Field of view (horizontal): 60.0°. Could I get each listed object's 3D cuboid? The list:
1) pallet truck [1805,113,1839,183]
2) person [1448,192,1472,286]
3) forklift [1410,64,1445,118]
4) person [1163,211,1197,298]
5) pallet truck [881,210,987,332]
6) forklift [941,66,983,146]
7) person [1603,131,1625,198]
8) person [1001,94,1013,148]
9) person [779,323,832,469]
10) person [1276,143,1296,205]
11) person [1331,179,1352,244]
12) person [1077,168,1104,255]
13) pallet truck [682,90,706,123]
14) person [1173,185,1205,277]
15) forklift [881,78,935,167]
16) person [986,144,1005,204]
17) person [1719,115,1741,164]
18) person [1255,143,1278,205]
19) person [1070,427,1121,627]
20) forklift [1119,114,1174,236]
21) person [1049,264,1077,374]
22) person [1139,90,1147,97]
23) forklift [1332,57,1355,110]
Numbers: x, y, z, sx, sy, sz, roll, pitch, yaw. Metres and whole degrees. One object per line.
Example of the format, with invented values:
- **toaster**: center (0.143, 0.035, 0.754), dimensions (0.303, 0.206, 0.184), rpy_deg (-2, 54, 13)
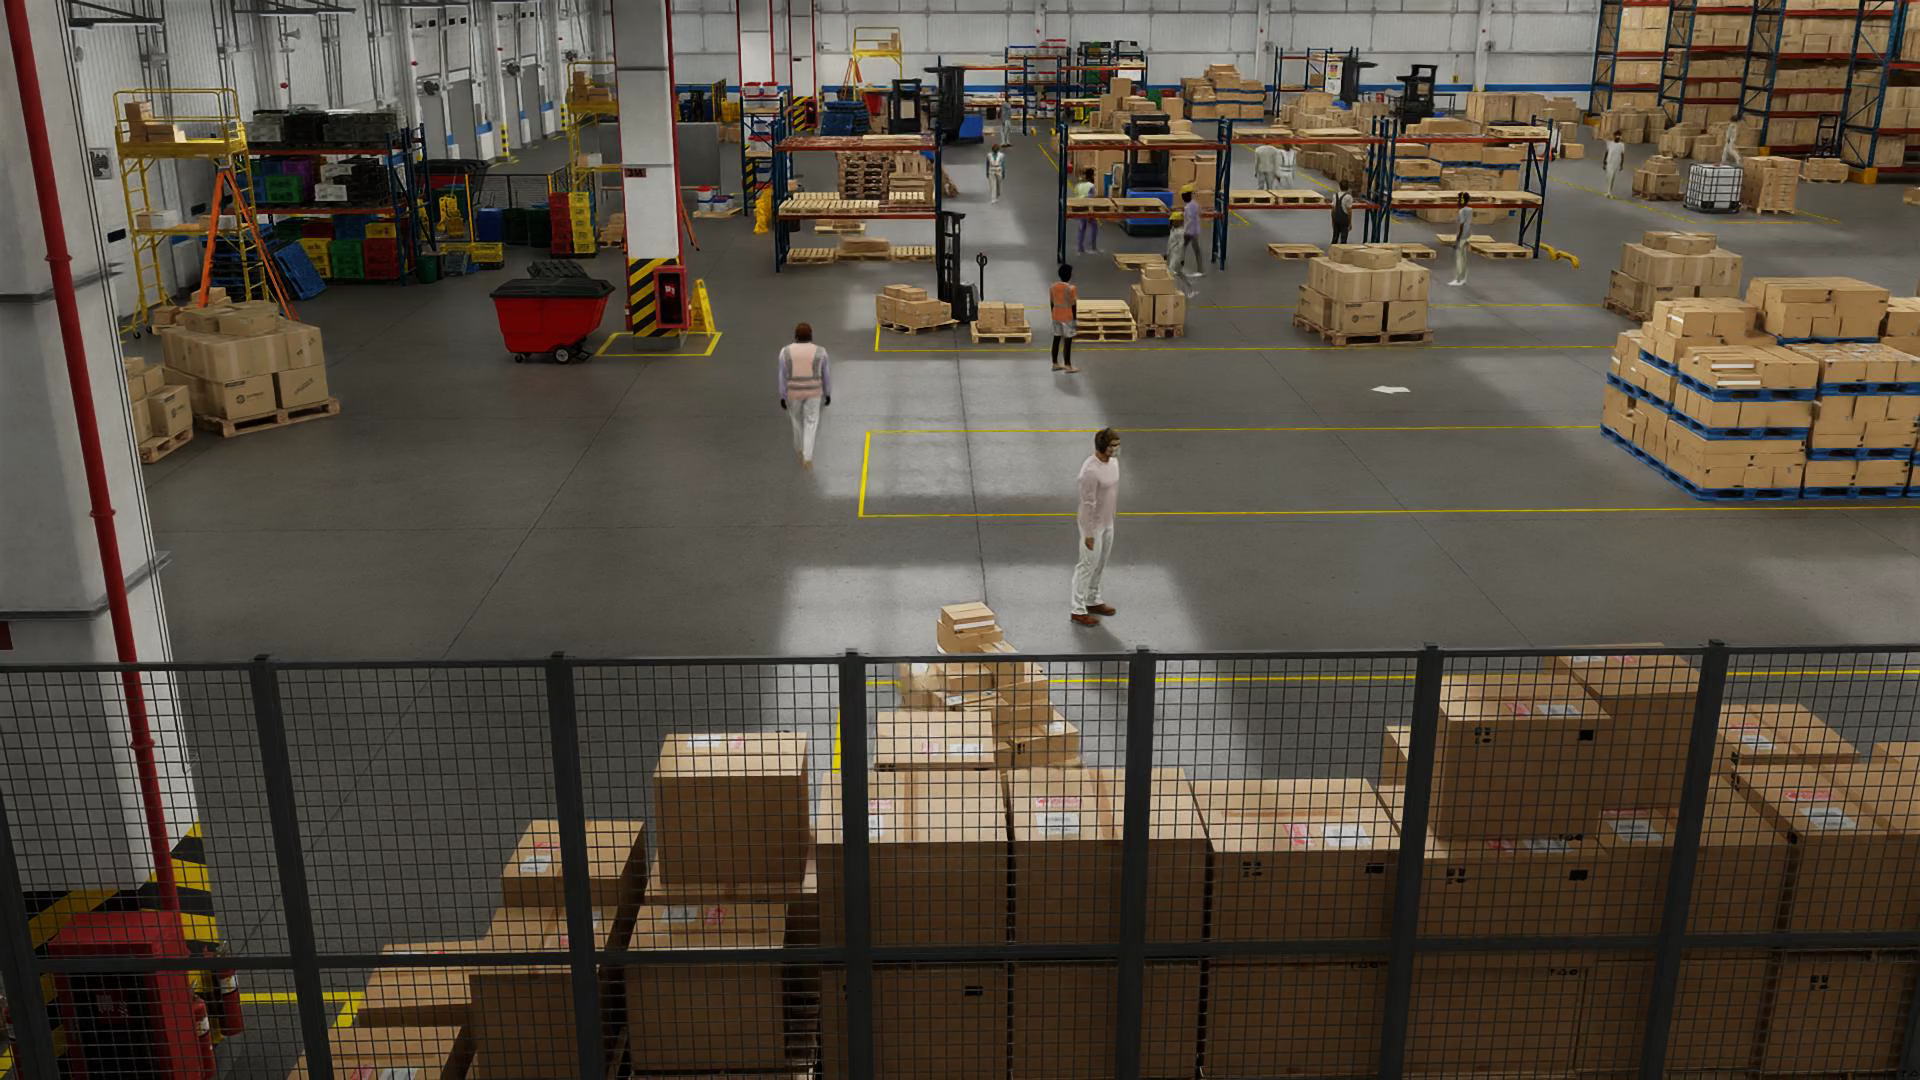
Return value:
- **pallet truck**: center (26.403, -11.957, 50.702), dimensions (0.823, 1.965, 1.885), rpy_deg (6, 19, 16)
- **person**: center (10.056, -6.038, 33.350), dimensions (0.310, 1.864, 0.534), rpy_deg (13, 23, 34)
- **forklift**: center (17.529, -16.593, 63.096), dimensions (1.873, 2.768, 1.129), rpy_deg (-16, 25, -40)
- **person**: center (4.187, -5.451, 31.859), dimensions (0.888, 1.701, 0.488), rpy_deg (-3, 19, -9)
- **pallet truck**: center (-0.493, -4.759, 29.349), dimensions (1.885, 1.965, 0.823), rpy_deg (-13, 23, -34)
- **forklift**: center (-0.165, -16.070, 61.545), dimensions (1.873, 2.768, 1.129), rpy_deg (-10, 21, -26)
- **person**: center (18.408, -10.564, 46.813), dimensions (0.524, 1.832, 0.930), rpy_deg (4, 19, 13)
- **person**: center (1.698, -15.357, 60.901), dimensions (0.383, 1.931, 0.629), rpy_deg (8, 20, 23)
- **person**: center (-1.945, -1.863, 21.067), dimensions (0.647, 1.791, 0.951), rpy_deg (0, 19, -1)
- **person**: center (8.764, -9.860, 44.755), dimensions (0.587, 1.828, 1.015), rpy_deg (-5, 19, -16)
- **person**: center (8.186, -6.810, 35.666), dimensions (0.344, 1.847, 0.507), rpy_deg (-16, 24, -39)
- **person**: center (2.941, -7.328, 37.121), dimensions (0.758, 1.892, 0.631), rpy_deg (-9, 21, -25)
- **pallet truck**: center (-9.671, -15.907, 62.421), dimensions (0.823, 1.965, 1.885), rpy_deg (5, 19, 15)
- **person**: center (4.652, -6.345, 34.237), dimensions (0.949, 1.869, 0.628), rpy_deg (-2, 19, -6)
- **forklift**: center (-1.707, -13.628, 54.300), dimensions (1.129, 2.768, 1.873), rpy_deg (-11, 21, -29)
- **person**: center (0.970, -10.100, 45.769), dimensions (0.521, 1.610, 0.699), rpy_deg (0, 19, 1)
- **person**: center (25.658, -13.295, 55.256), dimensions (0.643, 1.616, 0.523), rpy_deg (11, 21, 29)
- **person**: center (8.203, -9.866, 44.592), dimensions (0.628, 1.940, 0.373), rpy_deg (6, 20, 17)
- **person**: center (1.315, -0.137, 15.763), dimensions (0.387, 1.927, 0.645), rpy_deg (11, 21, 29)
- **forklift**: center (4.530, -8.833, 40.073), dimensions (1.129, 2.768, 1.873), rpy_deg (-1, 19, -1)
- **person**: center (1.620, -3.453, 25.936), dimensions (0.317, 1.695, 0.540), rpy_deg (-18, 25, -42)
- **person**: center (6.875, -16.143, 63.312), dimensions (1.012, 1.885, 0.563), rpy_deg (-6, 19, -16)
- **forklift**: center (15.928, -18.471, 68.666), dimensions (1.873, 2.768, 1.129), rpy_deg (-1, 19, -1)
